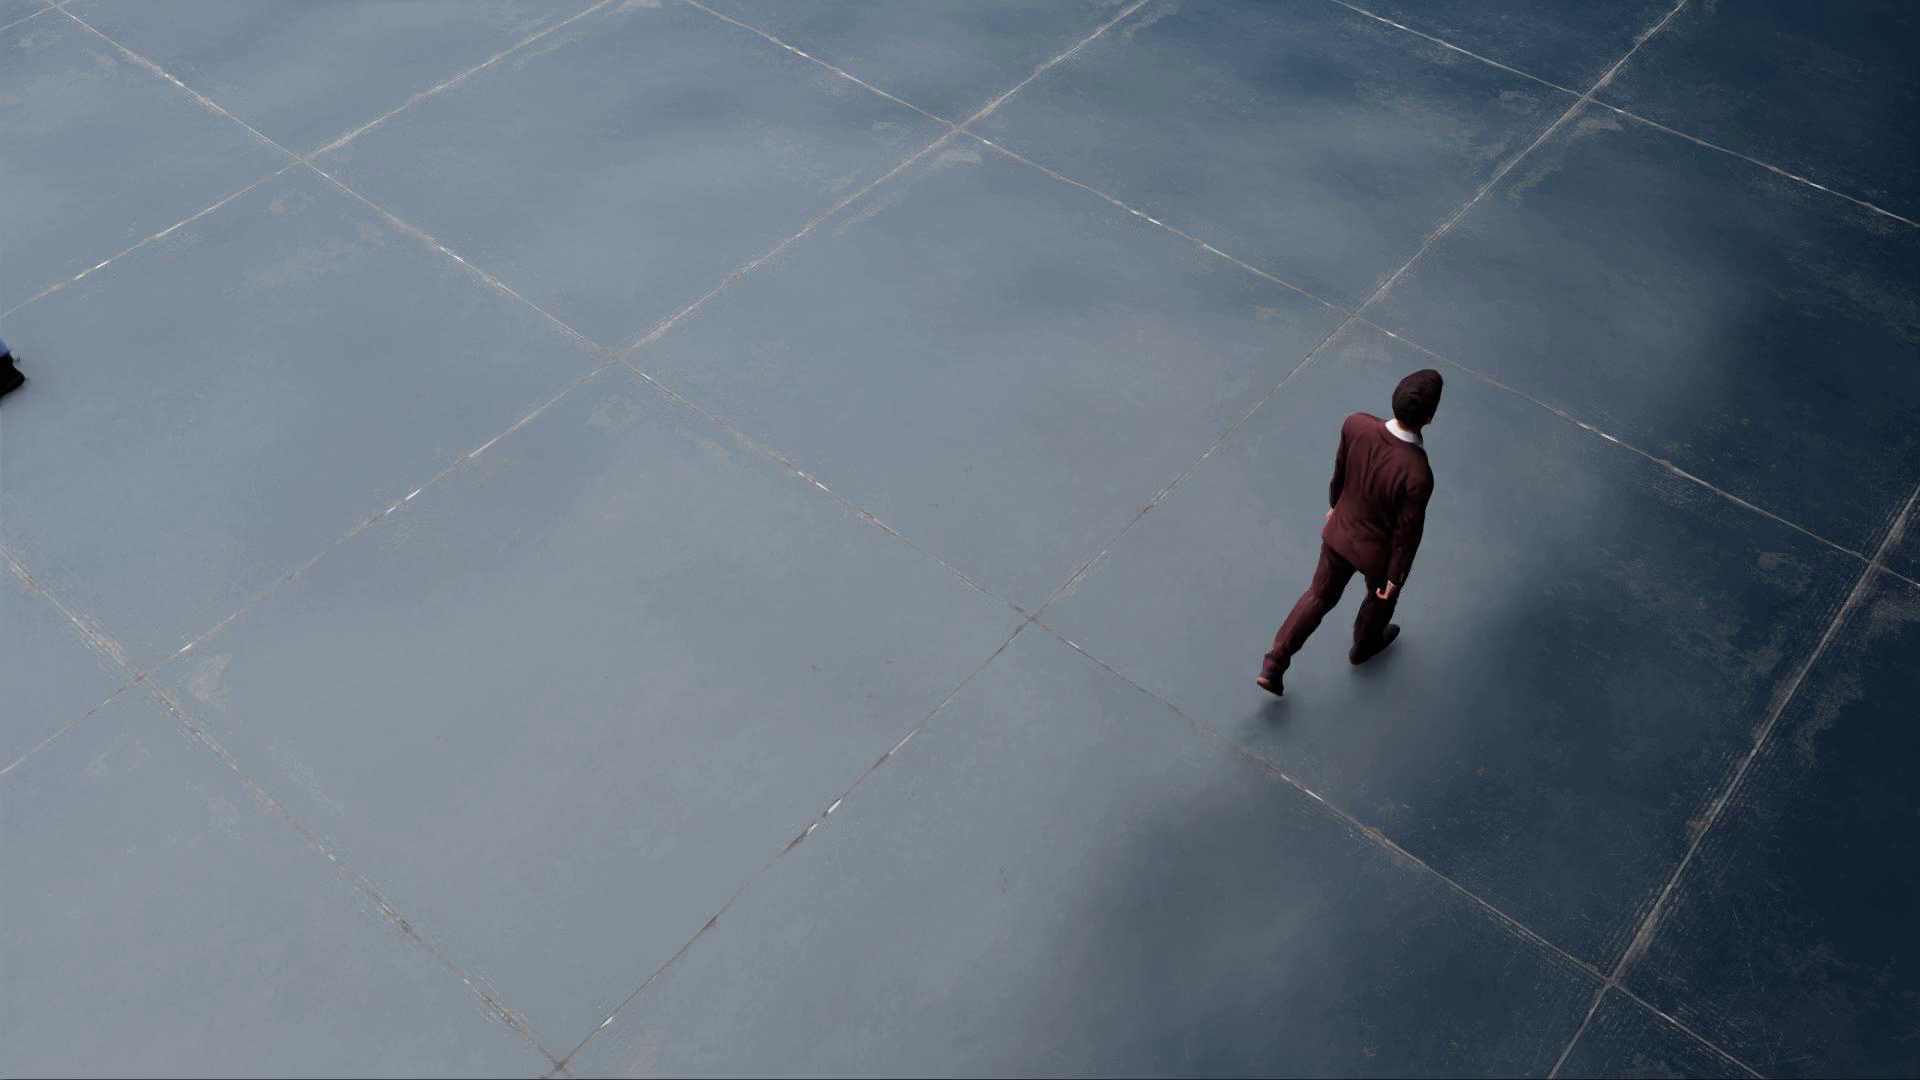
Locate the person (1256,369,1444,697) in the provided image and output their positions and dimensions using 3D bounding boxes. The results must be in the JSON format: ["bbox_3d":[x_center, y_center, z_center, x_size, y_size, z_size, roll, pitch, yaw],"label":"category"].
[{"bbox_3d":[1.703,0.027,7.168,1.178,1.842,0.808,-31,54,-25],"label":"person"}]
